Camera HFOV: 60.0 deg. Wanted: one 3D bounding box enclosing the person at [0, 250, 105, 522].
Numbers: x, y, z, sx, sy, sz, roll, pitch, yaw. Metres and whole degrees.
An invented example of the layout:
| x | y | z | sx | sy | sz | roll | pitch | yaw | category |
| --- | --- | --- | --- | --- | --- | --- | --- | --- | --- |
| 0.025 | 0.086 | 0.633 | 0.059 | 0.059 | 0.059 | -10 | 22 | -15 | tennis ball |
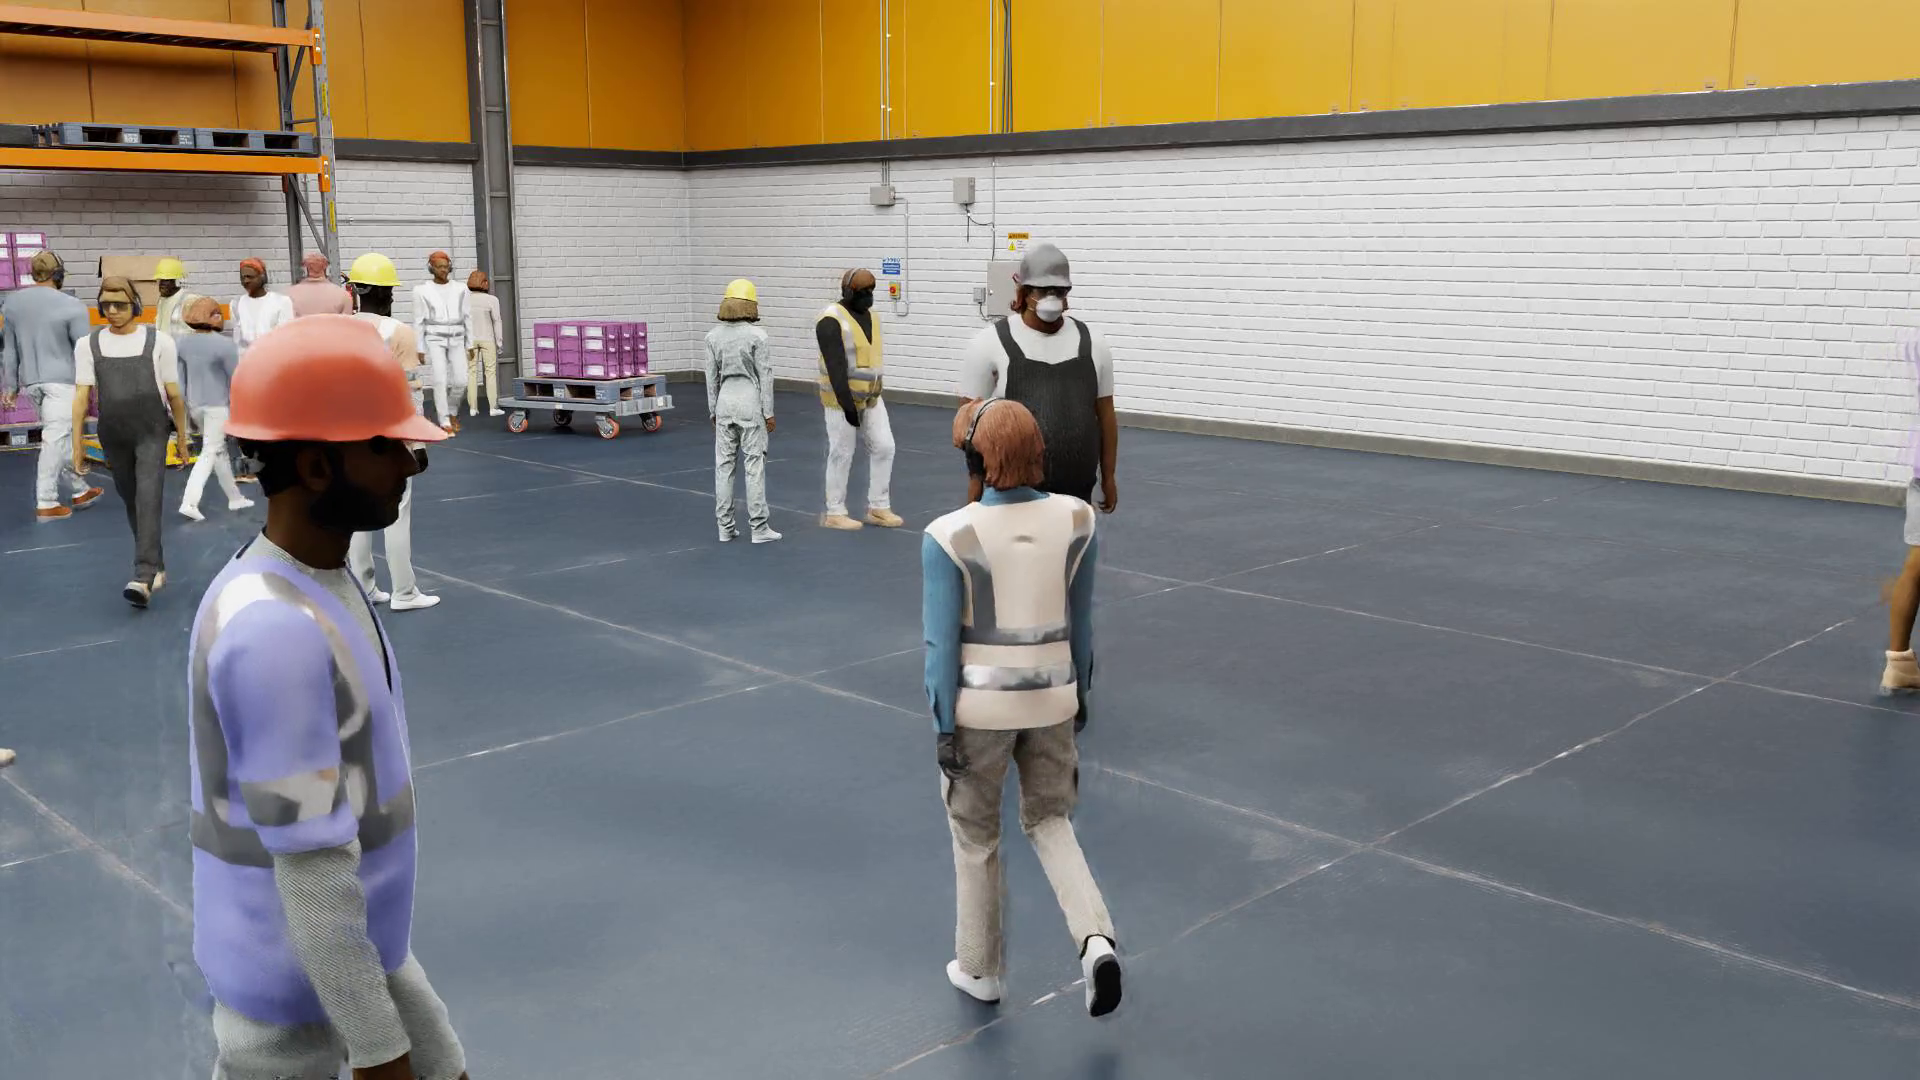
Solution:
| x | y | z | sx | sy | sz | roll | pitch | yaw | category |
| --- | --- | --- | --- | --- | --- | --- | --- | --- | --- |
| -6.432 | -1.118 | 11.997 | 0.662 | 1.902 | 0.916 | 2 | 11 | 12 | person |

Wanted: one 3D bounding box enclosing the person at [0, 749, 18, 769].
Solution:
| x | y | z | sx | sy | sz | roll | pitch | yaw | category |
| --- | --- | --- | --- | --- | --- | --- | --- | --- | --- |
| -3.941 | 0.086 | 6.062 | 0.677 | 1.672 | 0.536 | -10 | 14 | -42 | person |

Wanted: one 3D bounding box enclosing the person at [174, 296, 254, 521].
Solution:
| x | y | z | sx | sy | sz | roll | pitch | yaw | category |
| --- | --- | --- | --- | --- | --- | --- | --- | --- | --- |
| -5.399 | -0.947 | 11.949 | 0.522 | 1.590 | 0.847 | 3 | 11 | 14 | person |

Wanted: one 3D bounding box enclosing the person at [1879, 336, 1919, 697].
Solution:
| x | y | z | sx | sy | sz | roll | pitch | yaw | category |
| --- | --- | --- | --- | --- | --- | --- | --- | --- | --- |
| 4.467 | -0.297 | 7.230 | 0.884 | 2.008 | 0.650 | -1 | 10 | -8 | person |

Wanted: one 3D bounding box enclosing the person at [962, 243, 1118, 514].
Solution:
| x | y | z | sx | sy | sz | roll | pitch | yaw | category |
| --- | --- | --- | --- | --- | --- | --- | --- | --- | --- |
| 0.368 | -0.363 | 7.526 | 0.684 | 2.000 | 1.022 | -3 | 11 | -17 | person |

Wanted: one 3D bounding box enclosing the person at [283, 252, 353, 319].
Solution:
| x | y | z | sx | sy | sz | roll | pitch | yaw | category |
| --- | --- | --- | --- | --- | --- | --- | --- | --- | --- |
| -5.734 | -1.625 | 14.878 | 0.662 | 1.882 | 0.878 | -1 | 10 | -8 | person |

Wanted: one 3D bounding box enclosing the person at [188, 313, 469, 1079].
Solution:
| x | y | z | sx | sy | sz | roll | pitch | yaw | category |
| --- | --- | --- | --- | --- | --- | --- | --- | --- | --- |
| -0.850 | 0.613 | 2.569 | 0.942 | 1.898 | 0.576 | -2 | 11 | -12 | person |

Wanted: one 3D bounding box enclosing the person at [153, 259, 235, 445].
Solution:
| x | y | z | sx | sy | sz | roll | pitch | yaw | category |
| --- | --- | --- | --- | --- | --- | --- | --- | --- | --- |
| -7.294 | -1.754 | 15.762 | 0.620 | 1.806 | 0.619 | 9 | 14 | 41 | person |

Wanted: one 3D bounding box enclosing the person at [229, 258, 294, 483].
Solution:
| x | y | z | sx | sy | sz | roll | pitch | yaw | category |
| --- | --- | --- | --- | --- | --- | --- | --- | --- | --- |
| -5.773 | -1.431 | 13.912 | 0.614 | 1.849 | 0.970 | 1 | 10 | 3 | person |

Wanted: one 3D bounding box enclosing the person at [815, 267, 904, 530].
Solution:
| x | y | z | sx | sy | sz | roll | pitch | yaw | category |
| --- | --- | --- | --- | --- | --- | --- | --- | --- | --- |
| -0.704 | -0.936 | 11.310 | 0.658 | 1.810 | 0.625 | 8 | 13 | 36 | person |

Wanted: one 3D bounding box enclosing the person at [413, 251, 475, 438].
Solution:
| x | y | z | sx | sy | sz | roll | pitch | yaw | category |
| --- | --- | --- | --- | --- | --- | --- | --- | --- | --- |
| -5.169 | -1.958 | 16.688 | 0.599 | 1.866 | 0.429 | -7 | 12 | -33 | person |

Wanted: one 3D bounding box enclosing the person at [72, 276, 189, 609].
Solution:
| x | y | z | sx | sy | sz | roll | pitch | yaw | category |
| --- | --- | --- | --- | --- | --- | --- | --- | --- | --- |
| -4.568 | -0.533 | 9.115 | 0.538 | 1.791 | 0.966 | -2 | 11 | -12 | person |

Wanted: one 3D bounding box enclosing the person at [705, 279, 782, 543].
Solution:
| x | y | z | sx | sy | sz | roll | pitch | yaw | category |
| --- | --- | --- | --- | --- | --- | --- | --- | --- | --- |
| -1.435 | -0.847 | 10.995 | 0.484 | 1.736 | 0.306 | 4 | 11 | 21 | person |

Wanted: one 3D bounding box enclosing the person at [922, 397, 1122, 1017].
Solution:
| x | y | z | sx | sy | sz | roll | pitch | yaw | category |
| --- | --- | --- | --- | --- | --- | --- | --- | --- | --- |
| 0.157 | 0.449 | 4.213 | 0.521 | 1.619 | 0.554 | -5 | 11 | -24 | person |

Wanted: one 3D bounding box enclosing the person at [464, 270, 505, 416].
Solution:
| x | y | z | sx | sy | sz | roll | pitch | yaw | category |
| --- | --- | --- | --- | --- | --- | --- | --- | --- | --- |
| -5.390 | -2.209 | 18.700 | 0.507 | 1.631 | 0.266 | 0 | 10 | 3 | person |

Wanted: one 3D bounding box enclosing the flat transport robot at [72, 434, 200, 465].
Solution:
| x | y | z | sx | sy | sz | roll | pitch | yaw | category |
| --- | --- | --- | --- | --- | --- | --- | --- | --- | --- |
| -7.376 | -0.816 | 14.822 | 0.652 | 0.197 | 1.431 | -10 | 14 | -44 | flat transport robot |

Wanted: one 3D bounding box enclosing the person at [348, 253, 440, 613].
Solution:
| x | y | z | sx | sy | sz | roll | pitch | yaw | category |
| --- | --- | --- | --- | --- | --- | --- | --- | --- | --- |
| -3.121 | -0.569 | 8.954 | 0.595 | 1.925 | 0.370 | 4 | 11 | 20 | person |
